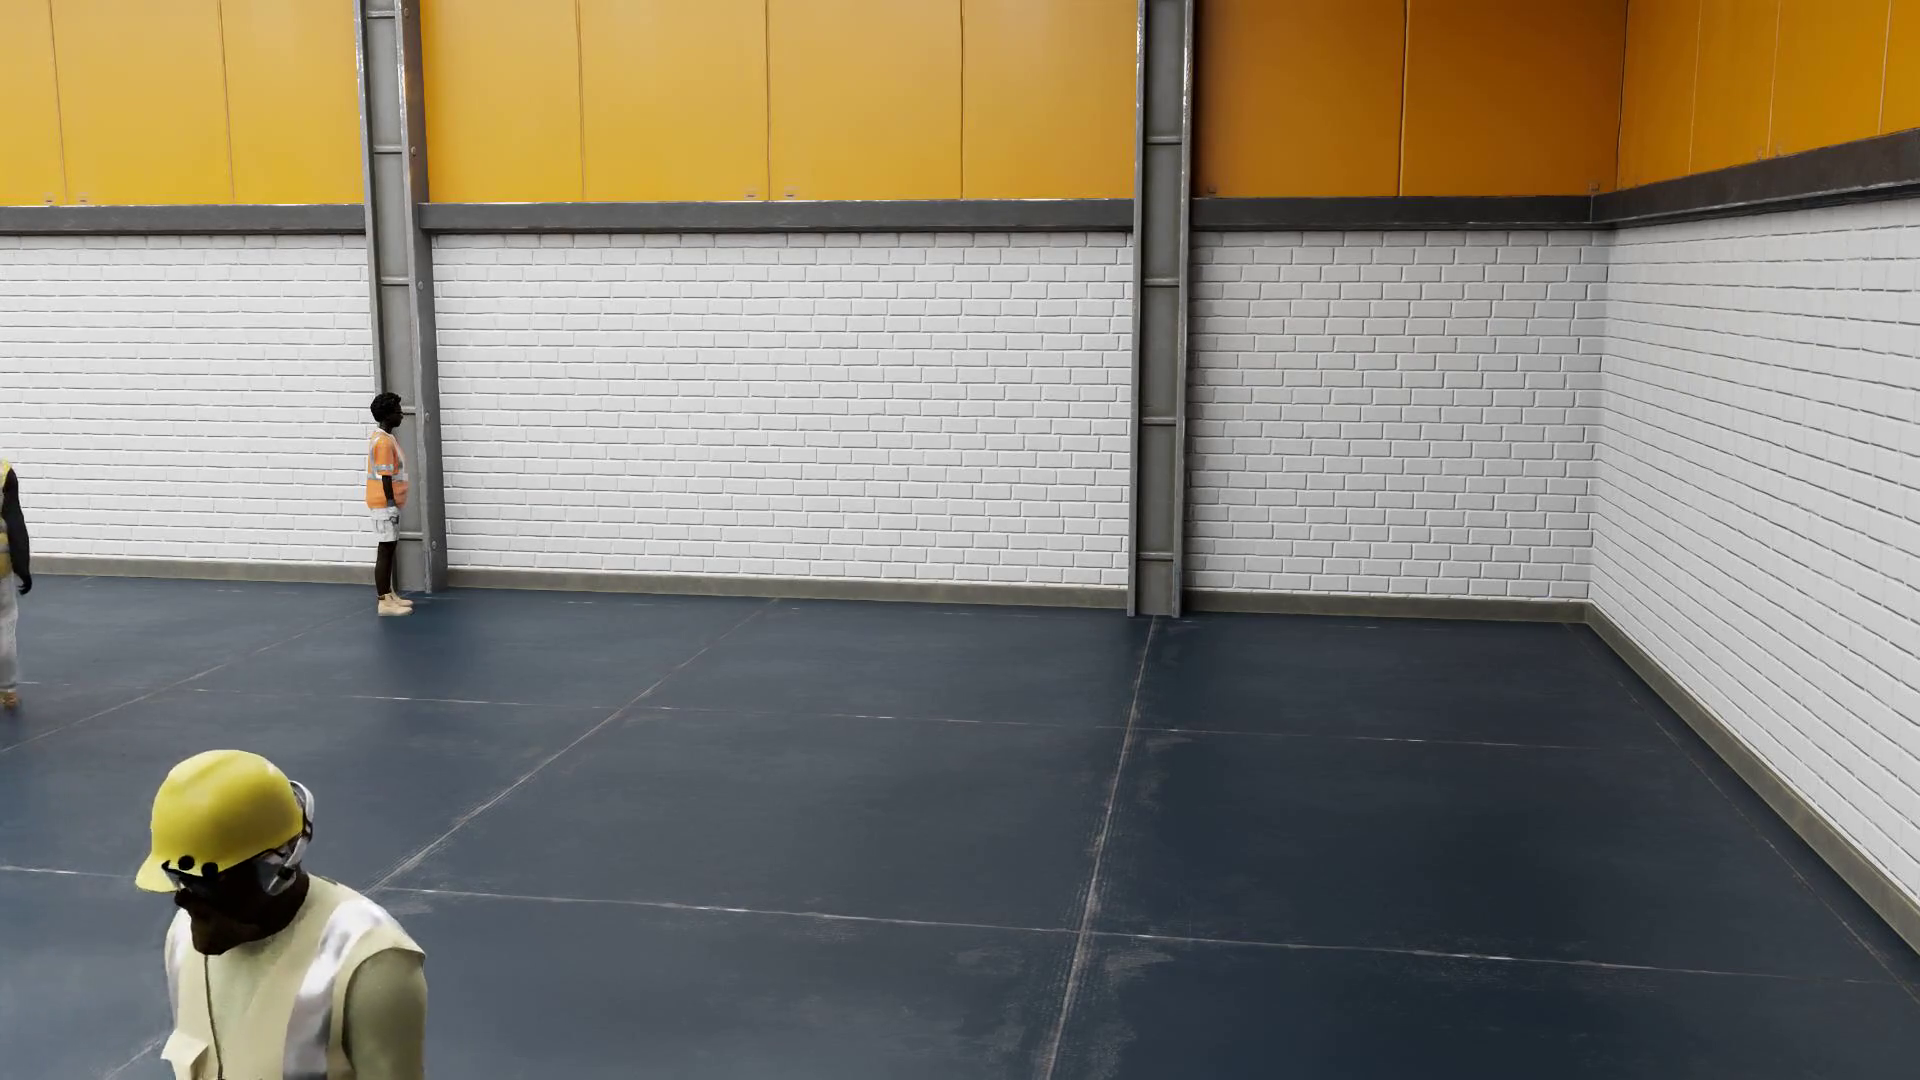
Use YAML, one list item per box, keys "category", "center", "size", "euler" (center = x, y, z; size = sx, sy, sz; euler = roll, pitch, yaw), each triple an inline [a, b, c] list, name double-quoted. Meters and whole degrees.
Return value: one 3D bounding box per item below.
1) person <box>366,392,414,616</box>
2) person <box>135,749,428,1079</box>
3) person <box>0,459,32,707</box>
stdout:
- category: "person"
  center: [-4.334, -0.272, 12.609]
  size: [0.320, 1.694, 0.532]
  euler: [-3, 10, -16]
- category: "person"
  center: [-1.270, 1.226, 3.078]
  size: [0.726, 1.795, 0.488]
  euler: [5, 10, 27]
- category: "person"
  center: [-5.729, 0.163, 9.587]
  size: [0.648, 1.798, 0.920]
  euler: [-5, 11, -30]
